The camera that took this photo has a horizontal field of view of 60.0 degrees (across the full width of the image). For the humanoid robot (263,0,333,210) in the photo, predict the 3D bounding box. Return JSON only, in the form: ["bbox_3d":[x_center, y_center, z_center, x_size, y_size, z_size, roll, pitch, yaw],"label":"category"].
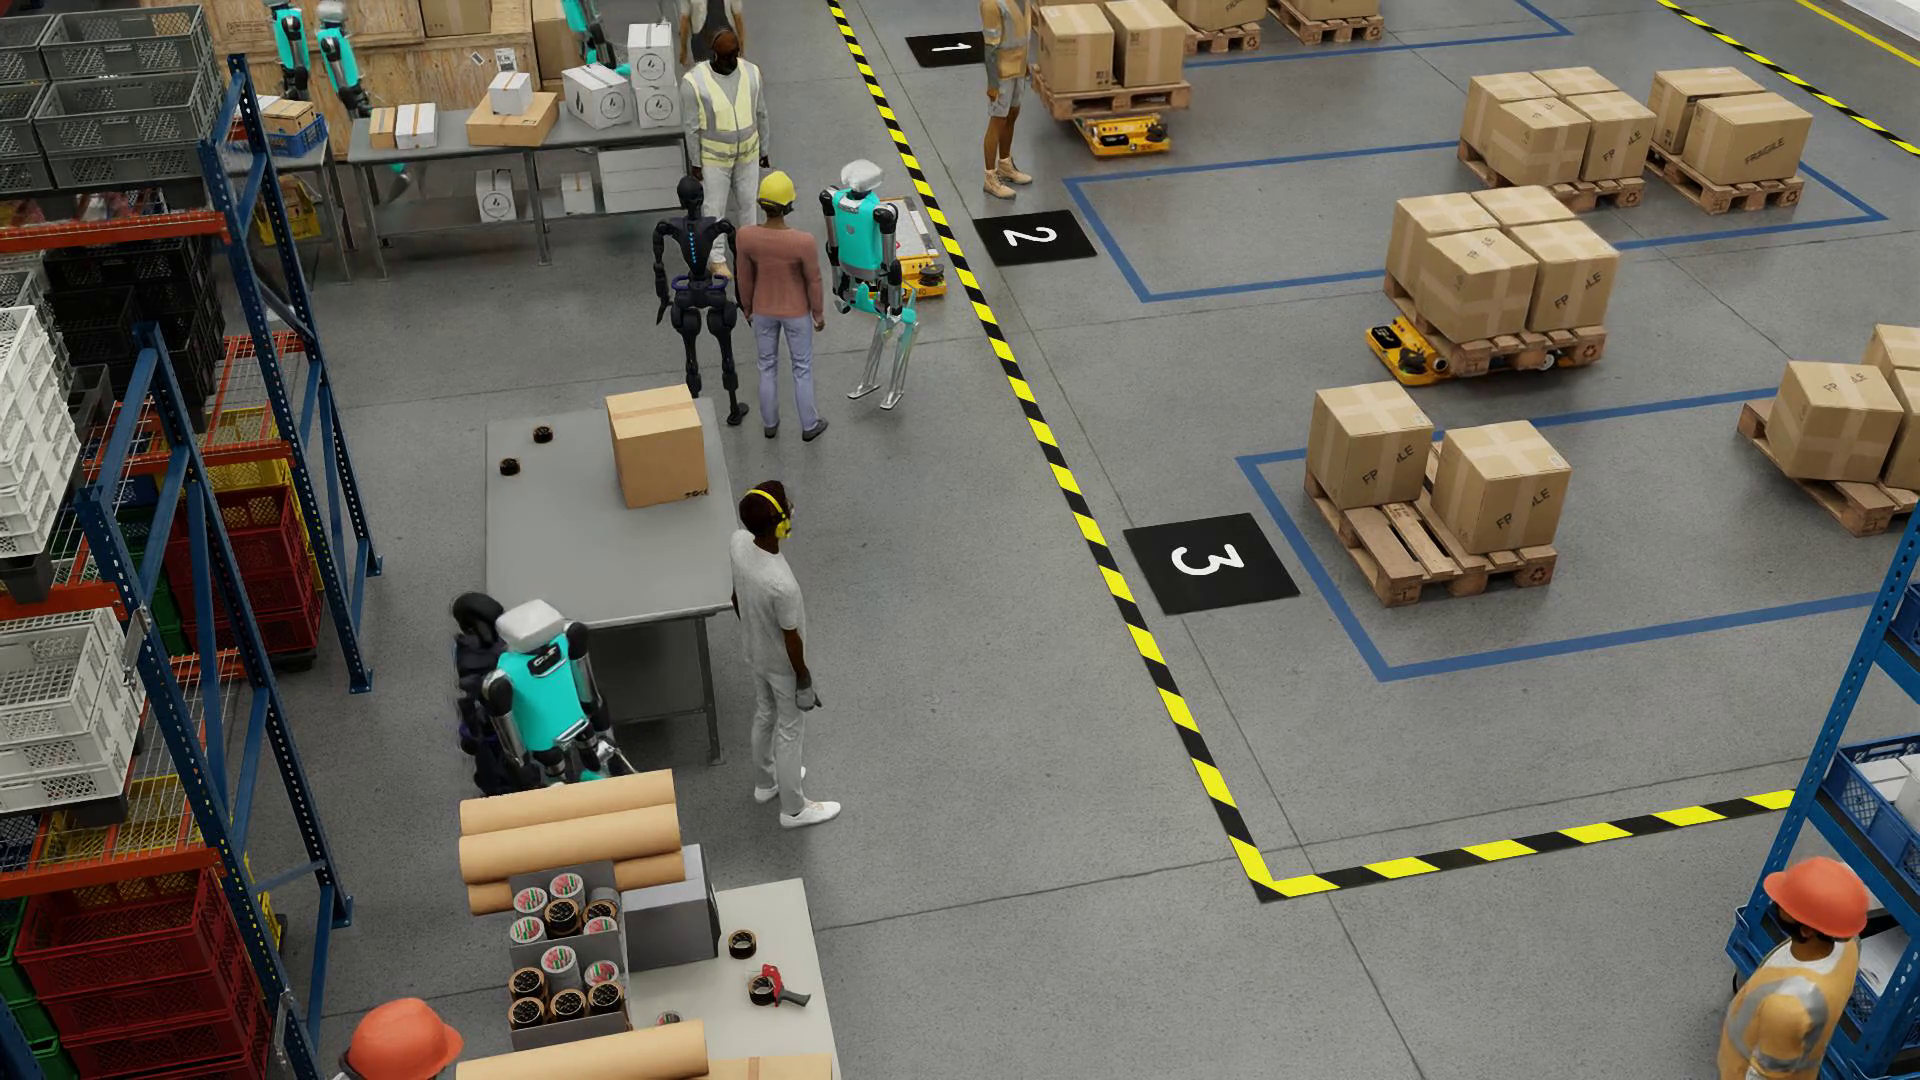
[{"bbox_3d":[-5.247,-3.330,12.798,0.679,1.805,0.541,-17,40,-21],"label":"humanoid robot"}]

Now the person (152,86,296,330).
[{"bbox_3d":[-5.140,-2.226,11.250,0.916,1.811,0.535,-13,39,-17],"label":"person"}]

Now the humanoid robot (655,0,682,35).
[{"bbox_3d":[-2.899,-5.755,16.154,0.552,1.896,0.769,-14,39,-18],"label":"humanoid robot"}]

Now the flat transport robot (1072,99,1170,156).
[{"bbox_3d":[1.309,-3.766,14.592,0.652,0.197,1.431,-8,37,-10],"label":"flat transport robot"}]

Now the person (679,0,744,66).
[{"bbox_3d":[-2.010,-4.024,13.677,0.511,1.811,0.941,-20,41,-25],"label":"person"}]

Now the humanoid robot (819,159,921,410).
[{"bbox_3d":[-0.473,-1.634,10.411,0.533,1.673,0.735,22,42,26],"label":"humanoid robot"}]

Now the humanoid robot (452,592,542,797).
[{"bbox_3d":[-1.934,0.863,7.214,0.347,1.653,0.612,6,37,8],"label":"humanoid robot"}]

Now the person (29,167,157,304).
[{"bbox_3d":[-5.522,-1.851,10.702,0.962,1.870,0.601,10,38,13],"label":"person"}]

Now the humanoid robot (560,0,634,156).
[{"bbox_3d":[-2.884,-4.036,13.755,1.040,1.726,0.597,-22,42,-27],"label":"humanoid robot"}]

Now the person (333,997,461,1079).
[{"bbox_3d":[-1.593,2.149,5.190,0.604,2.033,0.387,23,42,27],"label":"person"}]

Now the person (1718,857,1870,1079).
[{"bbox_3d":[2.731,1.806,5.729,0.371,1.938,0.544,28,45,32],"label":"person"}]

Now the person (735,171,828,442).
[{"bbox_3d":[-1.083,-1.418,10.205,0.532,1.766,0.324,7,37,9],"label":"person"}]

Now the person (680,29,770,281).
[{"bbox_3d":[-1.654,-2.775,11.978,0.628,1.835,0.429,-18,40,-23],"label":"person"}]

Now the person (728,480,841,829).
[{"bbox_3d":[-0.810,0.524,7.503,0.318,1.875,0.526,-23,43,-28],"label":"person"}]

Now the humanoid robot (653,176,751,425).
[{"bbox_3d":[-1.611,-1.477,10.348,0.599,1.656,0.315,-1,37,-1],"label":"humanoid robot"}]

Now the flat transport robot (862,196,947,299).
[{"bbox_3d":[-0.570,-2.220,12.538,0.659,0.231,1.431,-8,37,-10],"label":"flat transport robot"}]

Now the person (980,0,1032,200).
[{"bbox_3d":[0.400,-3.700,13.043,0.380,2.039,0.613,18,40,23],"label":"person"}]

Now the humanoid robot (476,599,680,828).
[{"bbox_3d":[-1.465,1.102,6.877,0.820,1.796,0.541,21,42,26],"label":"humanoid robot"}]

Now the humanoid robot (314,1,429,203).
[{"bbox_3d":[-4.355,-3.232,12.723,0.806,1.811,0.530,-9,38,-12],"label":"humanoid robot"}]

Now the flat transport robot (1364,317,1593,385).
[{"bbox_3d":[3.574,-1.381,11.386,1.431,0.197,0.652,-8,37,-10],"label":"flat transport robot"}]
